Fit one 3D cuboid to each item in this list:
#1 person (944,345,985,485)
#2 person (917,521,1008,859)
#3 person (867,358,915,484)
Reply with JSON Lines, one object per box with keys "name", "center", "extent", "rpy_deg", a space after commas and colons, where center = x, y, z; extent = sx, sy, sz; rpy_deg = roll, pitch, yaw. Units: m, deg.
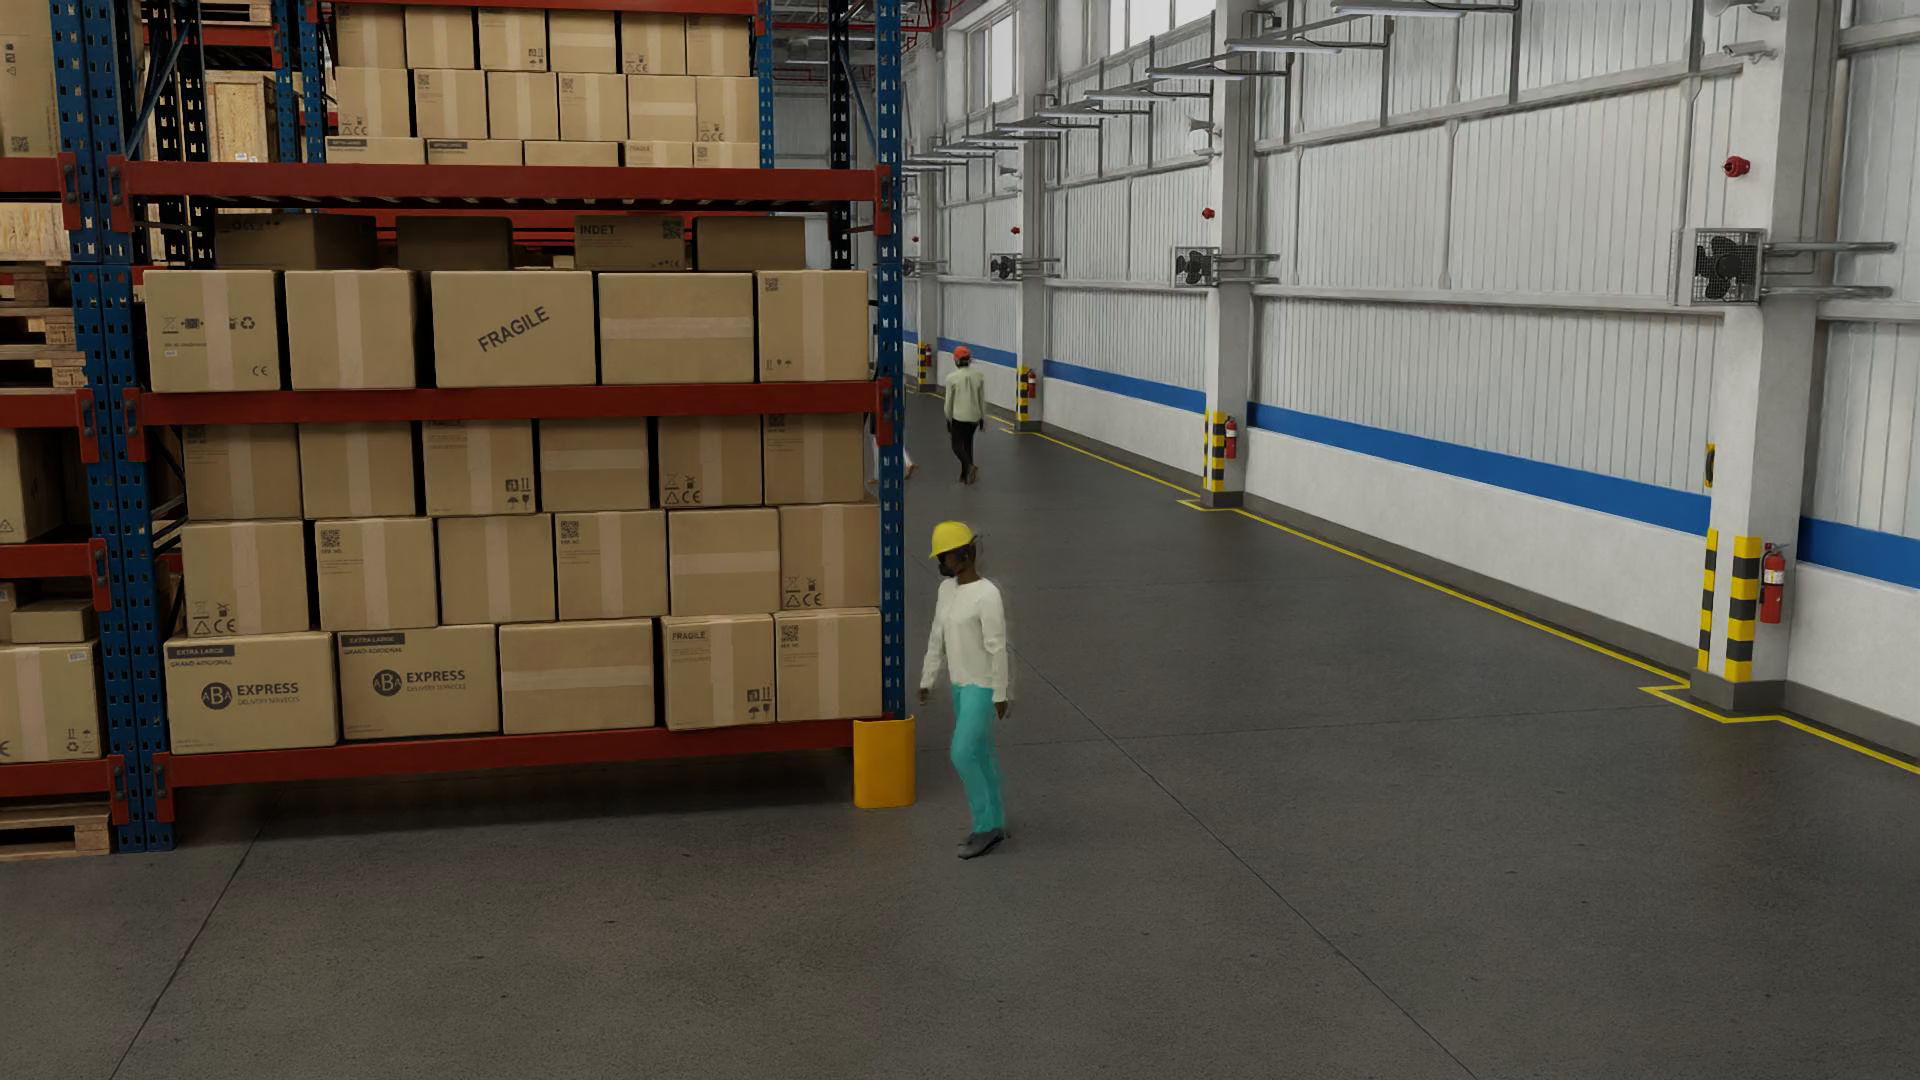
{"name": "person", "center": [0.093, -1.698, 22.946], "extent": [0.619, 1.966, 0.736], "rpy_deg": [-4, 10, -25]}
{"name": "person", "center": [0.023, 0.766, 8.635], "extent": [0.516, 1.737, 0.545], "rpy_deg": [-5, 11, -28]}
{"name": "person", "center": [-0.994, -1.667, 23.172], "extent": [0.631, 1.823, 0.634], "rpy_deg": [7, 12, 37]}
